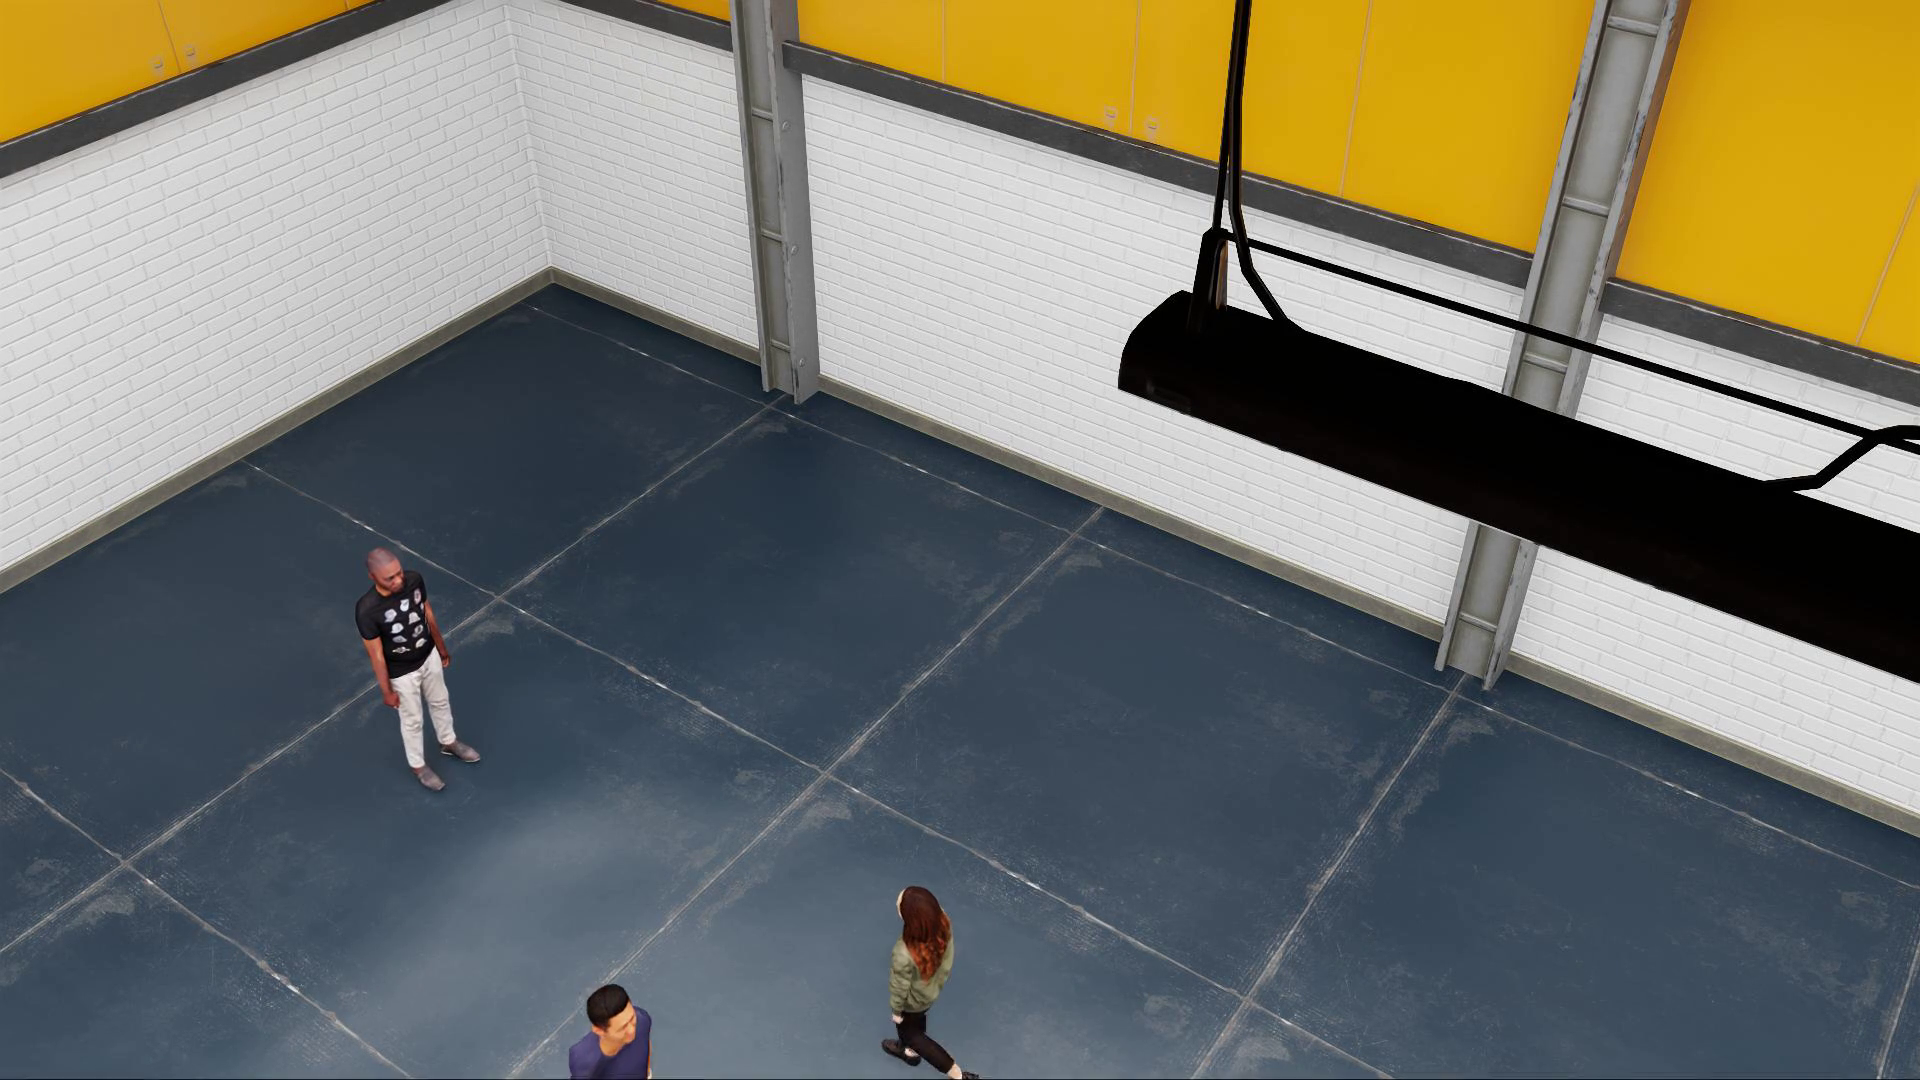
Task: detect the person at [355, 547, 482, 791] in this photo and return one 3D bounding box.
[{"bbox_3d":[-3.349,0.743,10.100,0.618,1.802,0.666,21,43,24],"label":"person"}]

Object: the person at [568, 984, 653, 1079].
[{"bbox_3d":[-1.655,2.629,7.778,1.058,1.752,0.700,28,46,31],"label":"person"}]

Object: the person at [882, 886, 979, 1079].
[{"bbox_3d":[-0.149,2.296,8.431,0.864,1.458,0.608,22,43,25],"label":"person"}]
